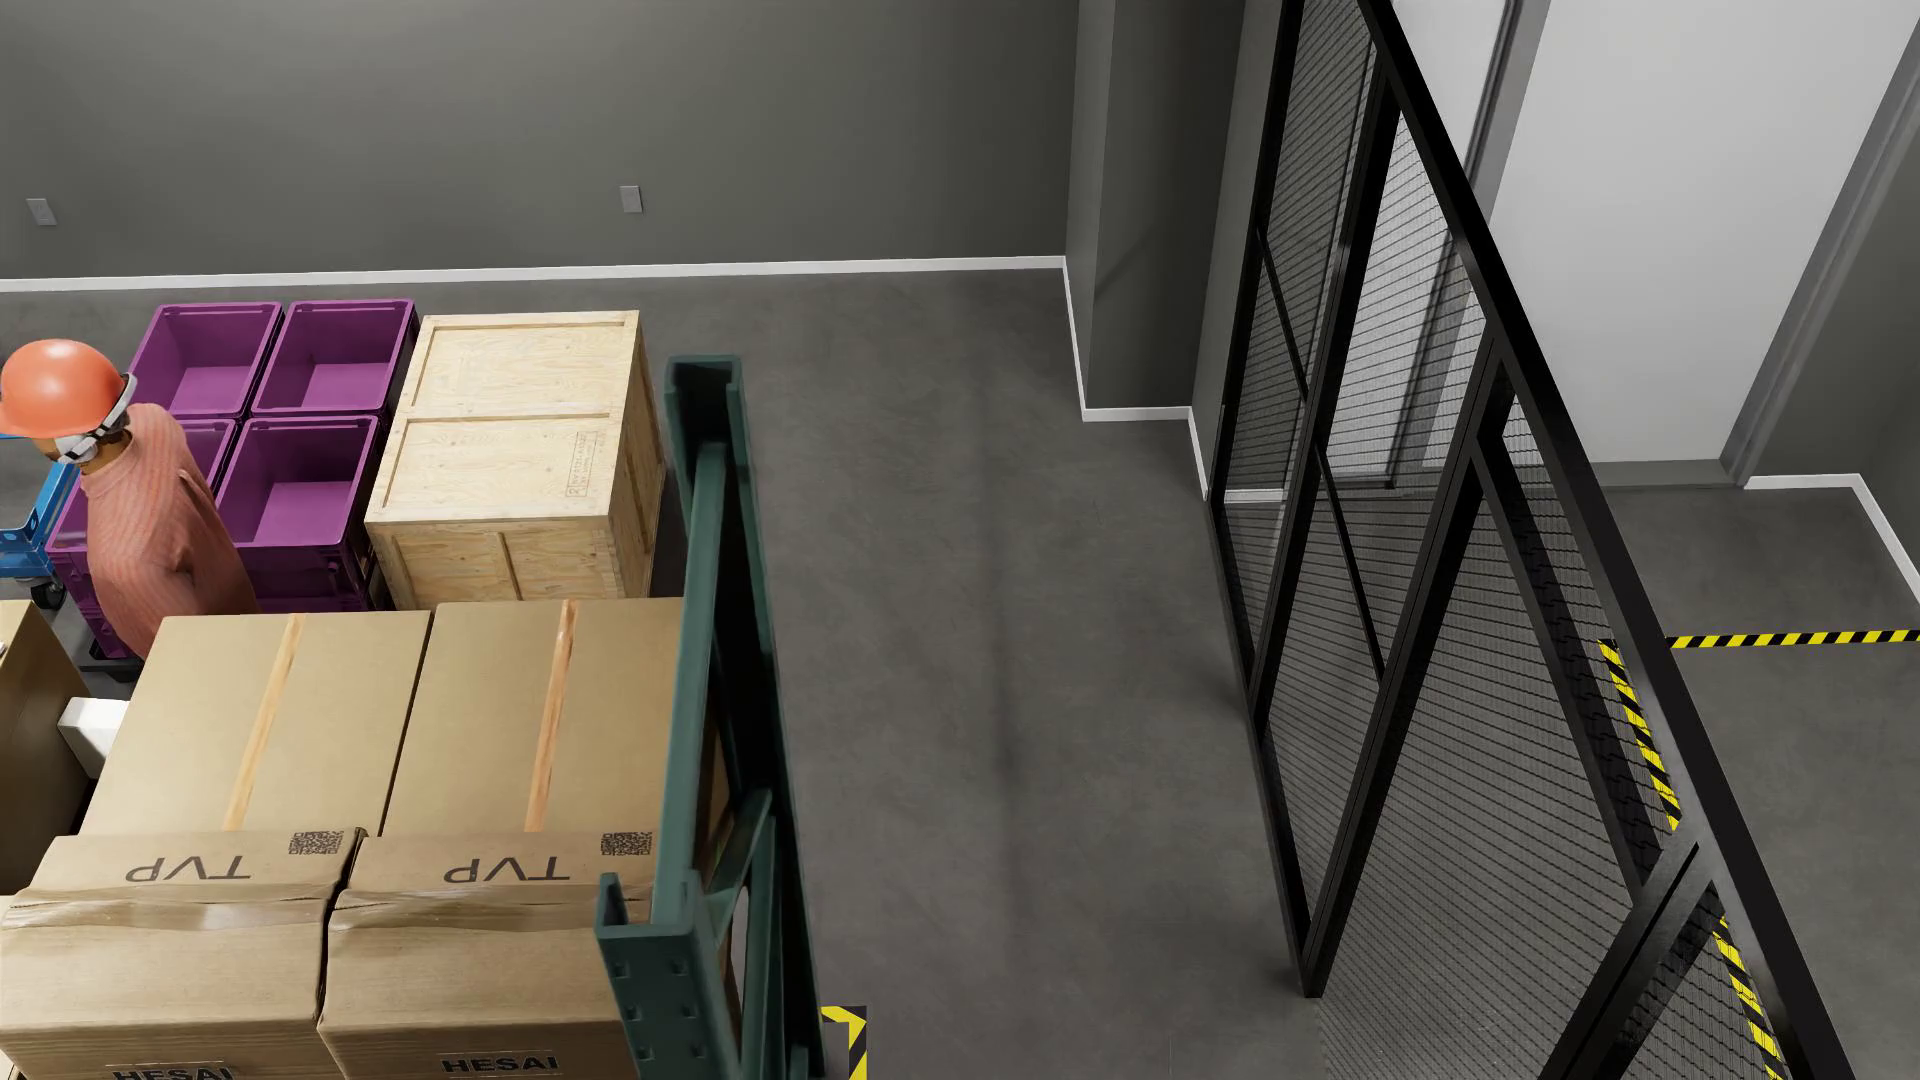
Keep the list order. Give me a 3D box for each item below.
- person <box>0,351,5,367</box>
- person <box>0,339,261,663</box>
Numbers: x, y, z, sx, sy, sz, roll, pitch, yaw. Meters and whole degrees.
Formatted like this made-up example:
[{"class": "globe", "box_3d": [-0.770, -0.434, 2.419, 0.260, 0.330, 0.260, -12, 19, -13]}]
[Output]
[{"class": "person", "box_3d": [-4.036, -1.273, 5.972, 0.372, 1.940, 0.627, -3, 46, -3]}, {"class": "person", "box_3d": [-2.056, 0.259, 4.471, 0.387, 1.992, 0.626, -12, 48, -11]}]
